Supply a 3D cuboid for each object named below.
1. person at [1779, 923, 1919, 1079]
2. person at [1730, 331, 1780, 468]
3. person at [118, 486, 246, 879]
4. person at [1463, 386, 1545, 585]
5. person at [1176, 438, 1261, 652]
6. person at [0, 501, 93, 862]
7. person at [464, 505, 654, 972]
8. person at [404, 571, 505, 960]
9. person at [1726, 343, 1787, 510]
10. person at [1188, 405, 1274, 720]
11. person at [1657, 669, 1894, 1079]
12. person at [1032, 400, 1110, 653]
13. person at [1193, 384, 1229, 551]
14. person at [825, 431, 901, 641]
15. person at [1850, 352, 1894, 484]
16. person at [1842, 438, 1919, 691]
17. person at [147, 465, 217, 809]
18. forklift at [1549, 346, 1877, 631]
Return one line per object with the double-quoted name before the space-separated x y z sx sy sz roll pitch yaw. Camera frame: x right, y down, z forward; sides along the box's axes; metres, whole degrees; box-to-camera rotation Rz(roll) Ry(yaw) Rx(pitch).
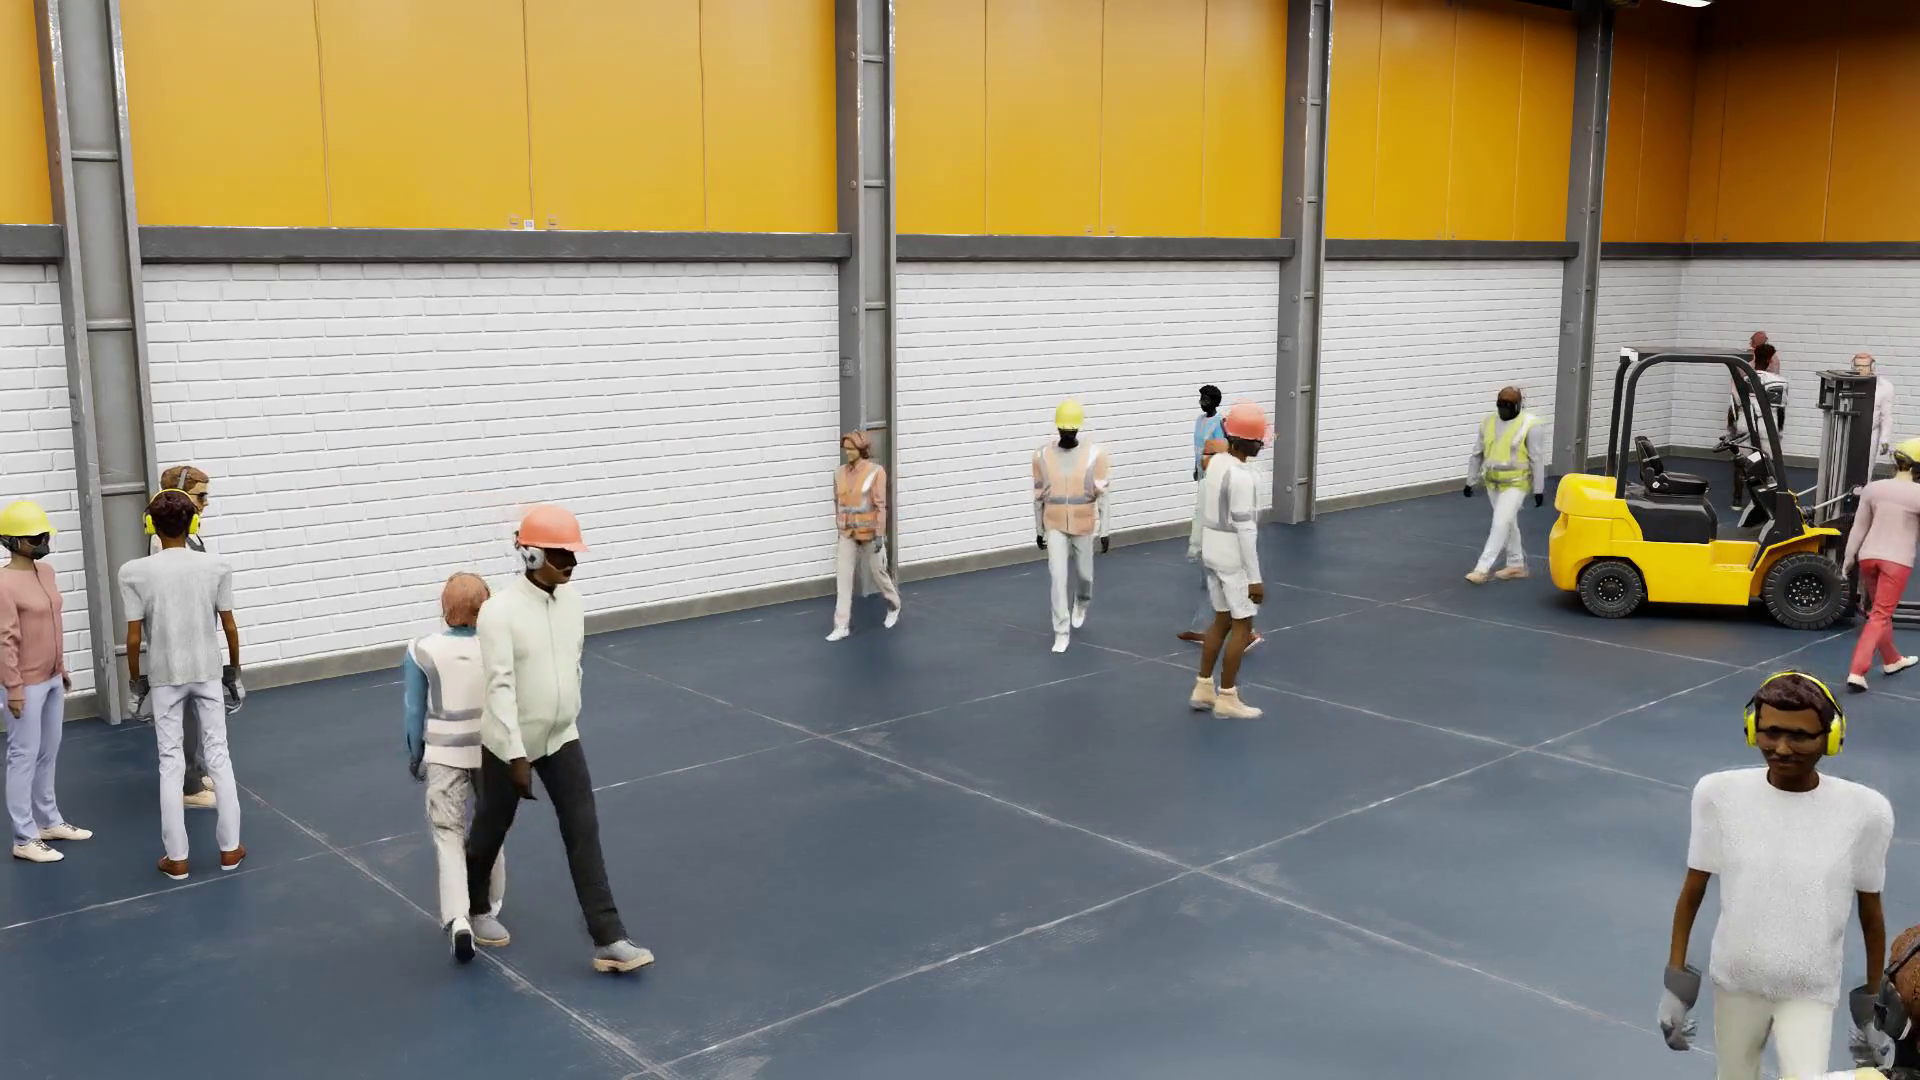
"person" 1.647 1.553 2.888 0.639 1.823 0.586 2 10 10
"person" 11.009 -1.929 23.012 0.651 1.913 0.409 9 13 43
"person" -3.676 0.674 7.896 0.517 1.871 0.325 -6 11 -30
"person" 4.840 -0.486 14.923 0.884 1.783 0.715 -6 11 -30
"person" 1.946 0.036 12.408 0.805 1.603 0.509 8 13 41
"person" -4.522 0.688 8.155 0.346 1.769 0.534 -1 10 -3
"person" -1.757 0.815 6.907 1.084 1.933 0.619 7 12 35
"person" -2.097 0.941 7.093 0.511 1.610 0.780 -3 10 -16
"person" 9.098 -1.277 19.056 0.637 1.958 0.657 7 12 35
"person" 1.728 0.152 10.610 0.406 2.017 0.646 -2 10 -12
"person" 2.180 1.275 4.474 0.567 1.839 0.829 6 11 31
"person" 0.852 -0.143 12.649 0.602 1.894 0.855 2 10 9
"person" 2.475 -0.689 16.410 0.321 1.694 0.537 -3 10 -19
"person" -0.740 -0.055 12.926 0.519 1.610 0.787 5 11 29
"person" 9.904 -1.116 18.349 0.649 1.884 0.727 6 11 30
"person" 6.343 0.161 11.356 0.932 1.712 0.555 -5 11 -28
"person" -4.141 0.515 8.913 0.345 1.840 0.506 -3 10 -19
"forklift" 6.109 -0.478 13.691 2.313 2.155 1.214 3 10 16
